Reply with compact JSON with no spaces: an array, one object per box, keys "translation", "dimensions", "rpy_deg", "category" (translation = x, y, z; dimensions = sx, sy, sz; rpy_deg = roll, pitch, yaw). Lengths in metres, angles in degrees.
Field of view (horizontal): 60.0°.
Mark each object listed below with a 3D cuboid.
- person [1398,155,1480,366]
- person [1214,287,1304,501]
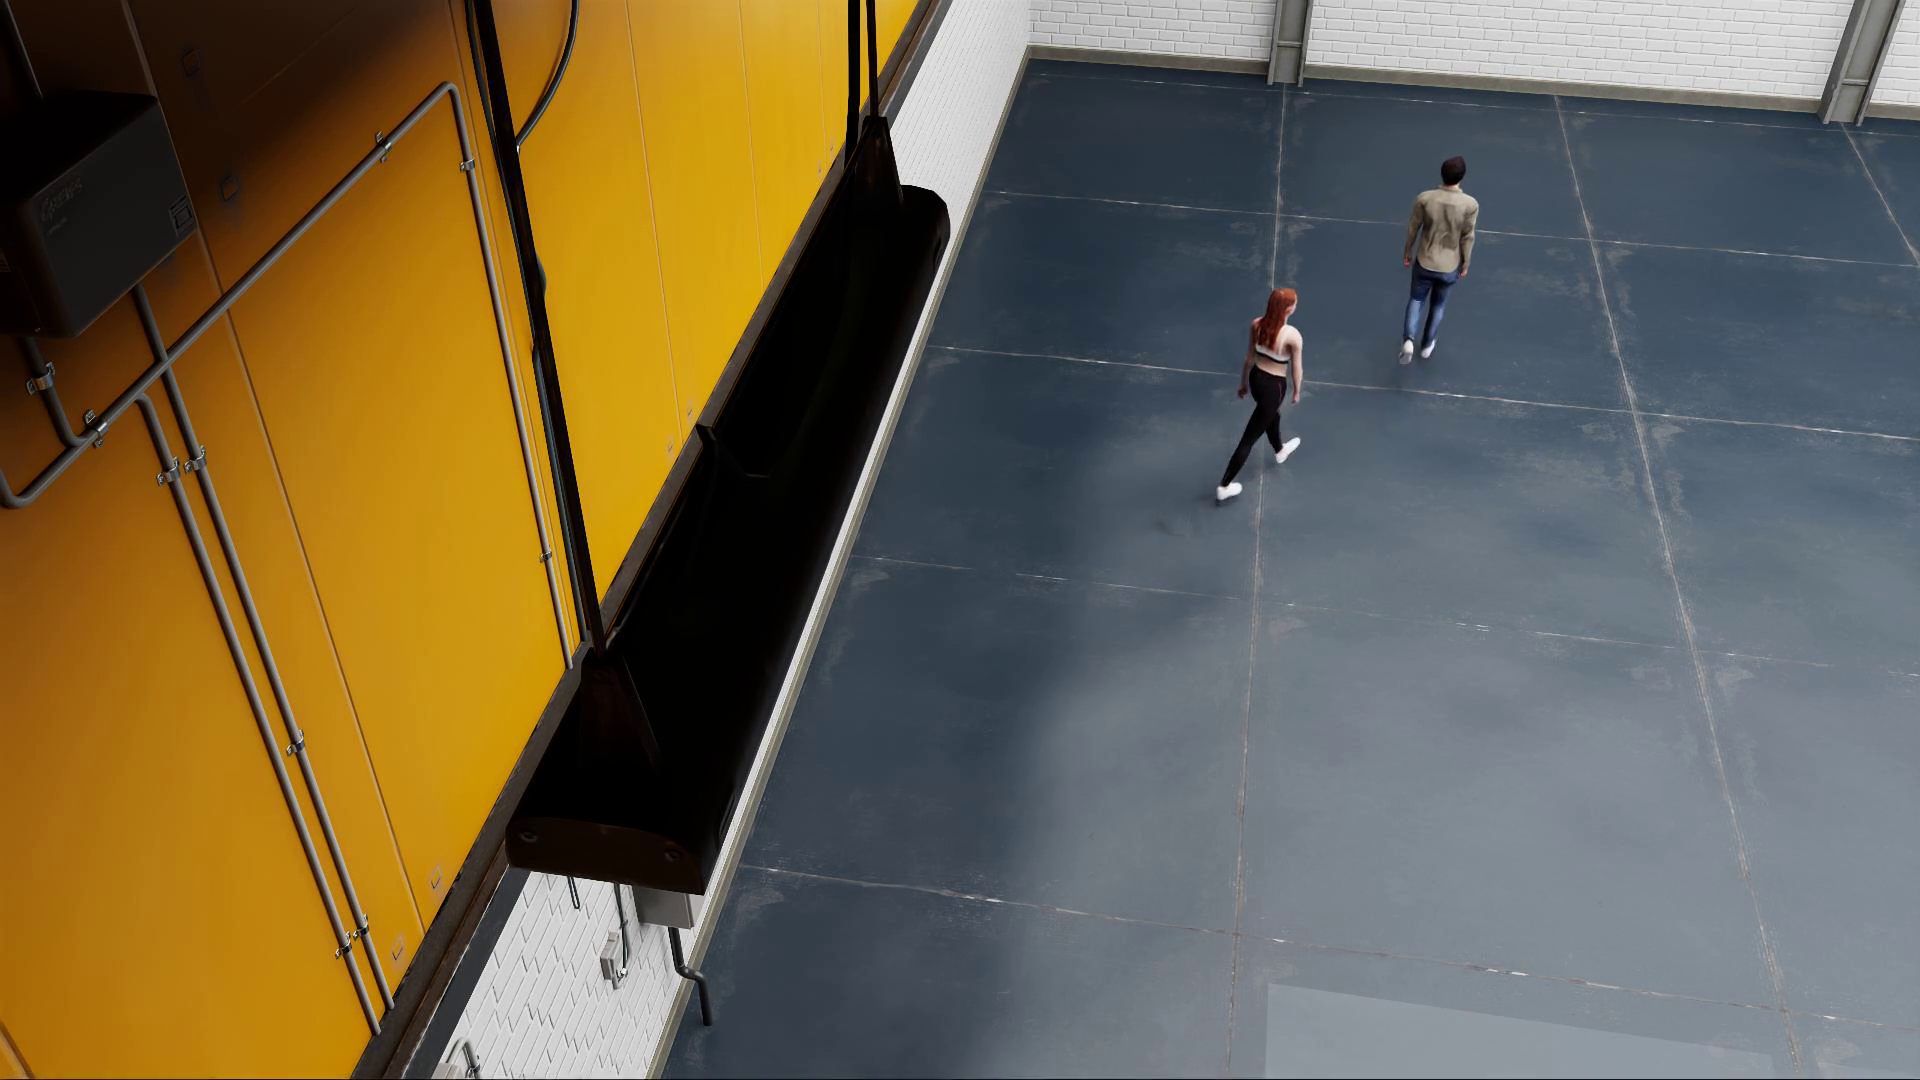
[{"translation":[3.931,-2.255,13.778],"dimensions":[0.932,1.849,0.875],"rpy_deg":[14,41,17],"category":"person"},{"translation":[2.218,-1.035,12.386],"dimensions":[1.143,1.681,1.170],"rpy_deg":[-30,47,-32],"category":"person"}]
